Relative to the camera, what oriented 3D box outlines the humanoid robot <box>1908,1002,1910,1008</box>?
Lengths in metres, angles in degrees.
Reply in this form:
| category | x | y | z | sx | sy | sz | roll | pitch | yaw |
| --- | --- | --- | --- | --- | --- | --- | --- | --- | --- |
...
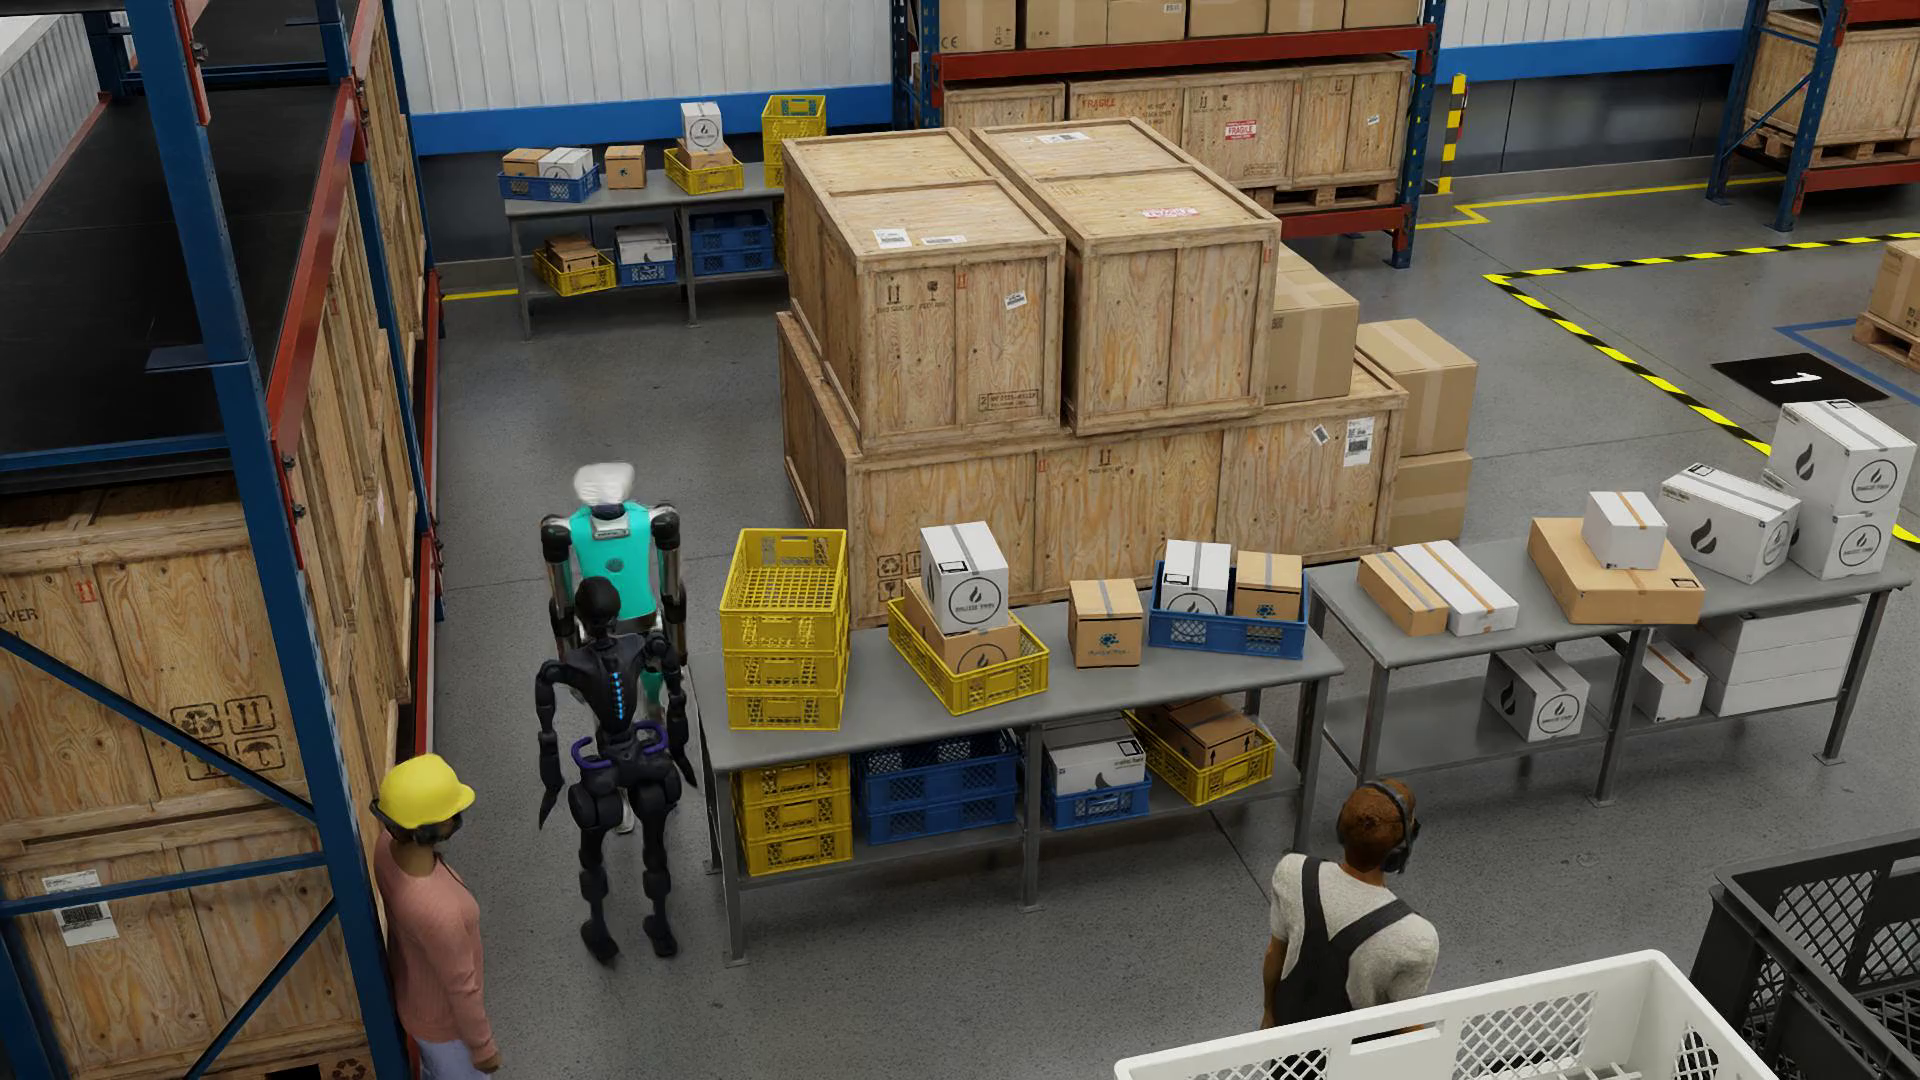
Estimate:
| category | x | y | z | sx | sy | sz | roll | pitch | yaw |
| --- | --- | --- | --- | --- | --- | --- | --- | --- | --- |
| humanoid robot | 3.365 | 1.293 | 5.257 | 0.548 | 1.763 | 0.738 | 17 | 33 | 28 |

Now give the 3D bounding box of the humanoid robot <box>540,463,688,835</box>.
| category | x | y | z | sx | sy | sz | roll | pitch | yaw |
| --- | --- | --- | --- | --- | --- | --- | --- | --- | --- |
| humanoid robot | -1.391 | 0.415 | 6.845 | 0.531 | 1.786 | 0.720 | -7 | 30 | -12 |

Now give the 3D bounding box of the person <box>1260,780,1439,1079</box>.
| category | x | y | z | sx | sy | sz | roll | pitch | yaw |
| --- | --- | --- | --- | --- | --- | --- | --- | --- | --- |
| person | 1.091 | 1.470 | 4.832 | 0.505 | 1.836 | 0.332 | 22 | 36 | 35 |

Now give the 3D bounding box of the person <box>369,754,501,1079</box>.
| category | x | y | z | sx | sy | sz | roll | pitch | yaw |
| --- | --- | --- | --- | --- | --- | --- | --- | --- | --- |
| person | -1.539 | 1.393 | 5.045 | 0.337 | 1.759 | 0.526 | -18 | 34 | -30 |

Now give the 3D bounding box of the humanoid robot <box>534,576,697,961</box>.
| category | x | y | z | sx | sy | sz | roll | pitch | yaw |
| --- | --- | --- | --- | --- | --- | --- | --- | --- | --- |
| humanoid robot | -1.254 | 0.856 | 6.091 | 0.603 | 1.650 | 0.332 | -14 | 32 | -23 |
